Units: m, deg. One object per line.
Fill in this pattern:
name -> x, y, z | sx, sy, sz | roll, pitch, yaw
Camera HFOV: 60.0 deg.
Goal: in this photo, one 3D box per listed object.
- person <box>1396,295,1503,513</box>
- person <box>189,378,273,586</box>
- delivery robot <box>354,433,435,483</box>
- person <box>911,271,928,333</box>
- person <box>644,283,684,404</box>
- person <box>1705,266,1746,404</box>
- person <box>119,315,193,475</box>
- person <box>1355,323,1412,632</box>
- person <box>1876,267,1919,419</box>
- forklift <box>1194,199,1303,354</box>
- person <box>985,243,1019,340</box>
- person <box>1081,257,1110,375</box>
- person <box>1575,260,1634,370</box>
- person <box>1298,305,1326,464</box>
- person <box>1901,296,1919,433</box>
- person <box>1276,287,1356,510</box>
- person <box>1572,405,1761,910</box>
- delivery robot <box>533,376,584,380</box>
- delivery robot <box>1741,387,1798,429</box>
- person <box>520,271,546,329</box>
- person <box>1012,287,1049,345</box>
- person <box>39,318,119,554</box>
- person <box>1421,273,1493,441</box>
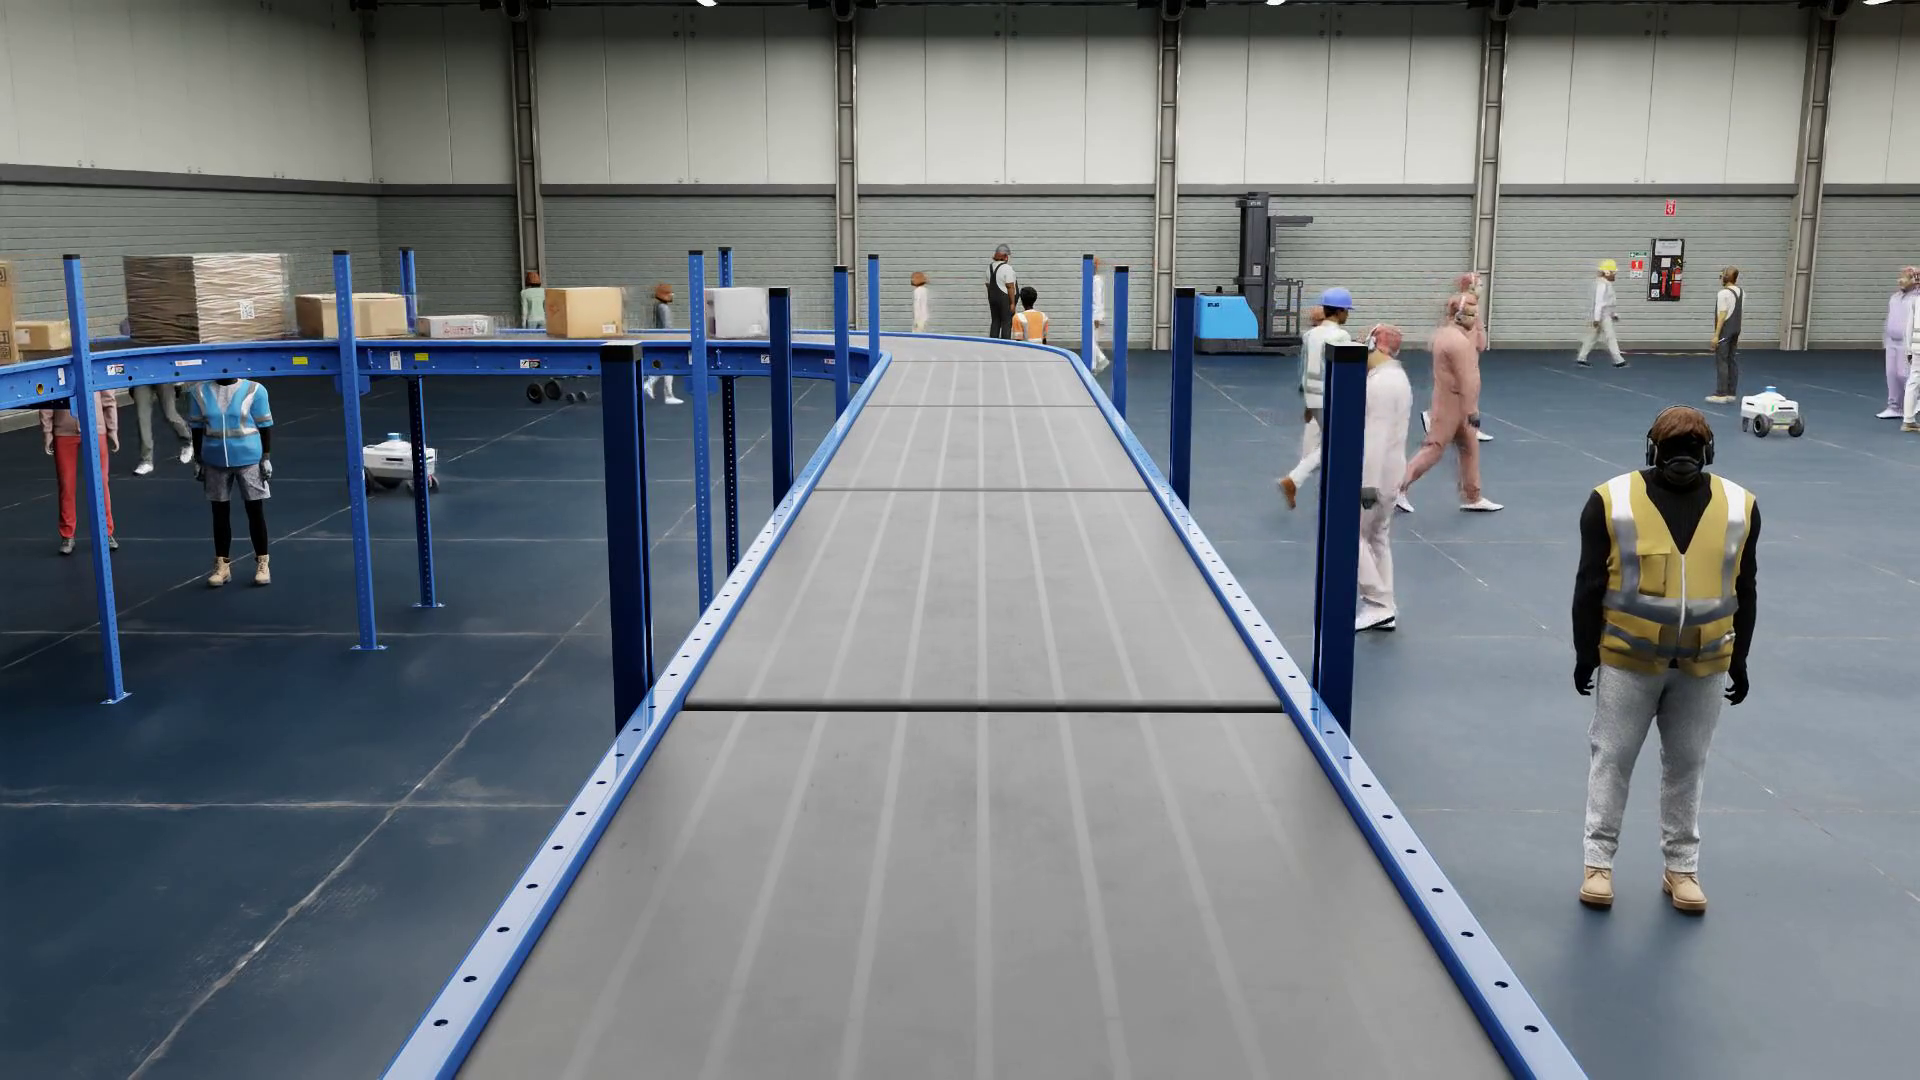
person -> 4.120, -1.148, 14.126 | 0.969, 1.858, 0.633 | 3, 11, 14
person -> -4.958, -0.530, 11.338 | 0.541, 1.695, 0.315 | -2, 11, -8
delivery robot -> -5.160, -0.733, 15.193 | 0.707, 0.478, 0.477 | 4, 12, 18
person -> -0.623, -3.633, 27.483 | 0.506, 1.616, 0.513 | 3, 11, 14
person -> -4.002, -2.634, 22.350 | 0.448, 1.619, 0.515 | -4, 12, -18
person -> 10.372, -2.777, 22.500 | 0.516, 1.843, 0.326 | -7, 13, -31
person -> -8.003, -1.641, 16.550 | 0.593, 1.898, 0.862 | 0, 11, 1
person -> 2.497, -0.366, 10.101 | 0.405, 1.874, 0.754 | 5, 12, 24
person -> 11.742, -2.445, 20.679 | 0.464, 1.888, 0.664 | -3, 11, -13
forklift -> 5.313, -4.851, 30.603 | 1.873, 2.768, 1.129 | 0, 11, 1
person -> 0.785, -4.188, 29.357 | 0.538, 2.000, 0.684 | -9, 14, -38
person -> 2.080, -3.540, 26.356 | 0.428, 1.866, 0.598 | -1, 11, -6
person -> 10.706, -3.730, 27.569 | 0.923, 1.785, 0.596 | 4, 12, 21
person -> 3.689, -1.545, 16.774 | 0.667, 1.617, 0.536 | -5, 12, -23
person -> 11.300, -2.194, 19.407 | 0.342, 1.882, 0.579 | -3, 11, -15
person -> 3.065, -1.178, 14.085 | 0.780, 1.922, 0.614 | -3, 11, -13
person -> 2.547, 0.429, 6.033 | 0.634, 1.842, 0.429 | 2, 11, 10
delivery robot -> -5.479, -2.317, 22.660 | 0.698, 0.223, 0.335 | 4, 12, 21
delivery robot -> 9.402, -1.537, 19.322 | 0.477, 0.478, 0.707 | -1, 11, -4
person -> -6.811, -3.484, 26.679 | 0.507, 1.632, 0.276 | -10, 15, -41
person -> 0.812, -2.112, 19.456 | 0.537, 1.698, 0.320 | -9, 14, -37
person -> -6.592, -0.780, 12.467 | 0.523, 1.759, 0.332 | -6, 13, -28
person -> 5.589, -2.032, 18.548 | 0.757, 1.884, 0.652 | 2, 11, 8
